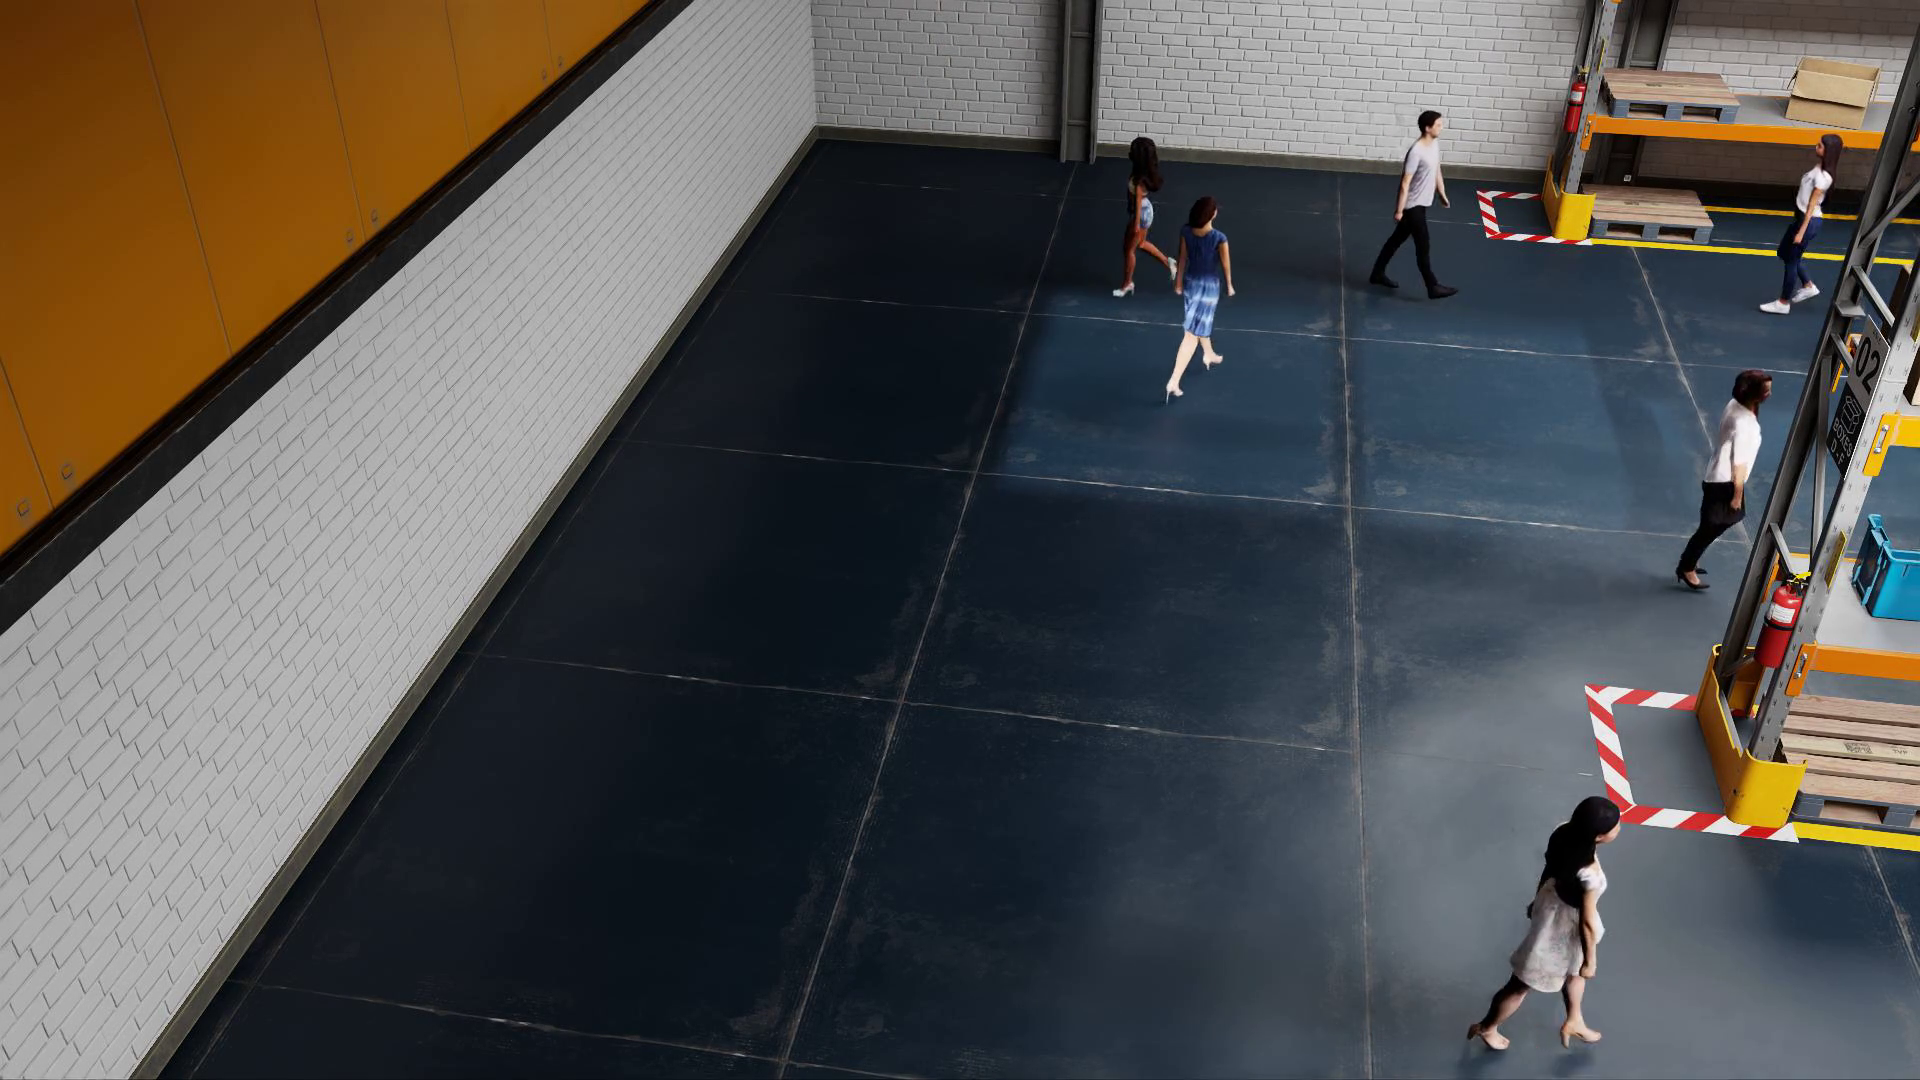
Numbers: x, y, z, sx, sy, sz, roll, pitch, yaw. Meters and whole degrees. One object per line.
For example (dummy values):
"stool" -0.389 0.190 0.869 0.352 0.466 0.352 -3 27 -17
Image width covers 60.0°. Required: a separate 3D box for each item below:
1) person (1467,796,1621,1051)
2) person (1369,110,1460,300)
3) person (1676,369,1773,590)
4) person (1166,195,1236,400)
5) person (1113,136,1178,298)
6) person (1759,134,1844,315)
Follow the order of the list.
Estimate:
"person" 2.861 1.950 8.235 0.956 1.749 0.703 1 34 2
"person" 4.275 -3.229 15.957 1.220 1.826 0.924 18 38 25
"person" 5.308 -0.426 11.779 0.645 1.783 0.669 12 36 18
"person" 2.013 -2.024 14.210 1.140 1.754 1.172 -28 42 -35
"person" 1.790 -3.067 15.909 0.899 1.609 0.611 2 34 3
"person" 7.993 -2.919 15.547 0.759 1.763 0.653 11 35 16
